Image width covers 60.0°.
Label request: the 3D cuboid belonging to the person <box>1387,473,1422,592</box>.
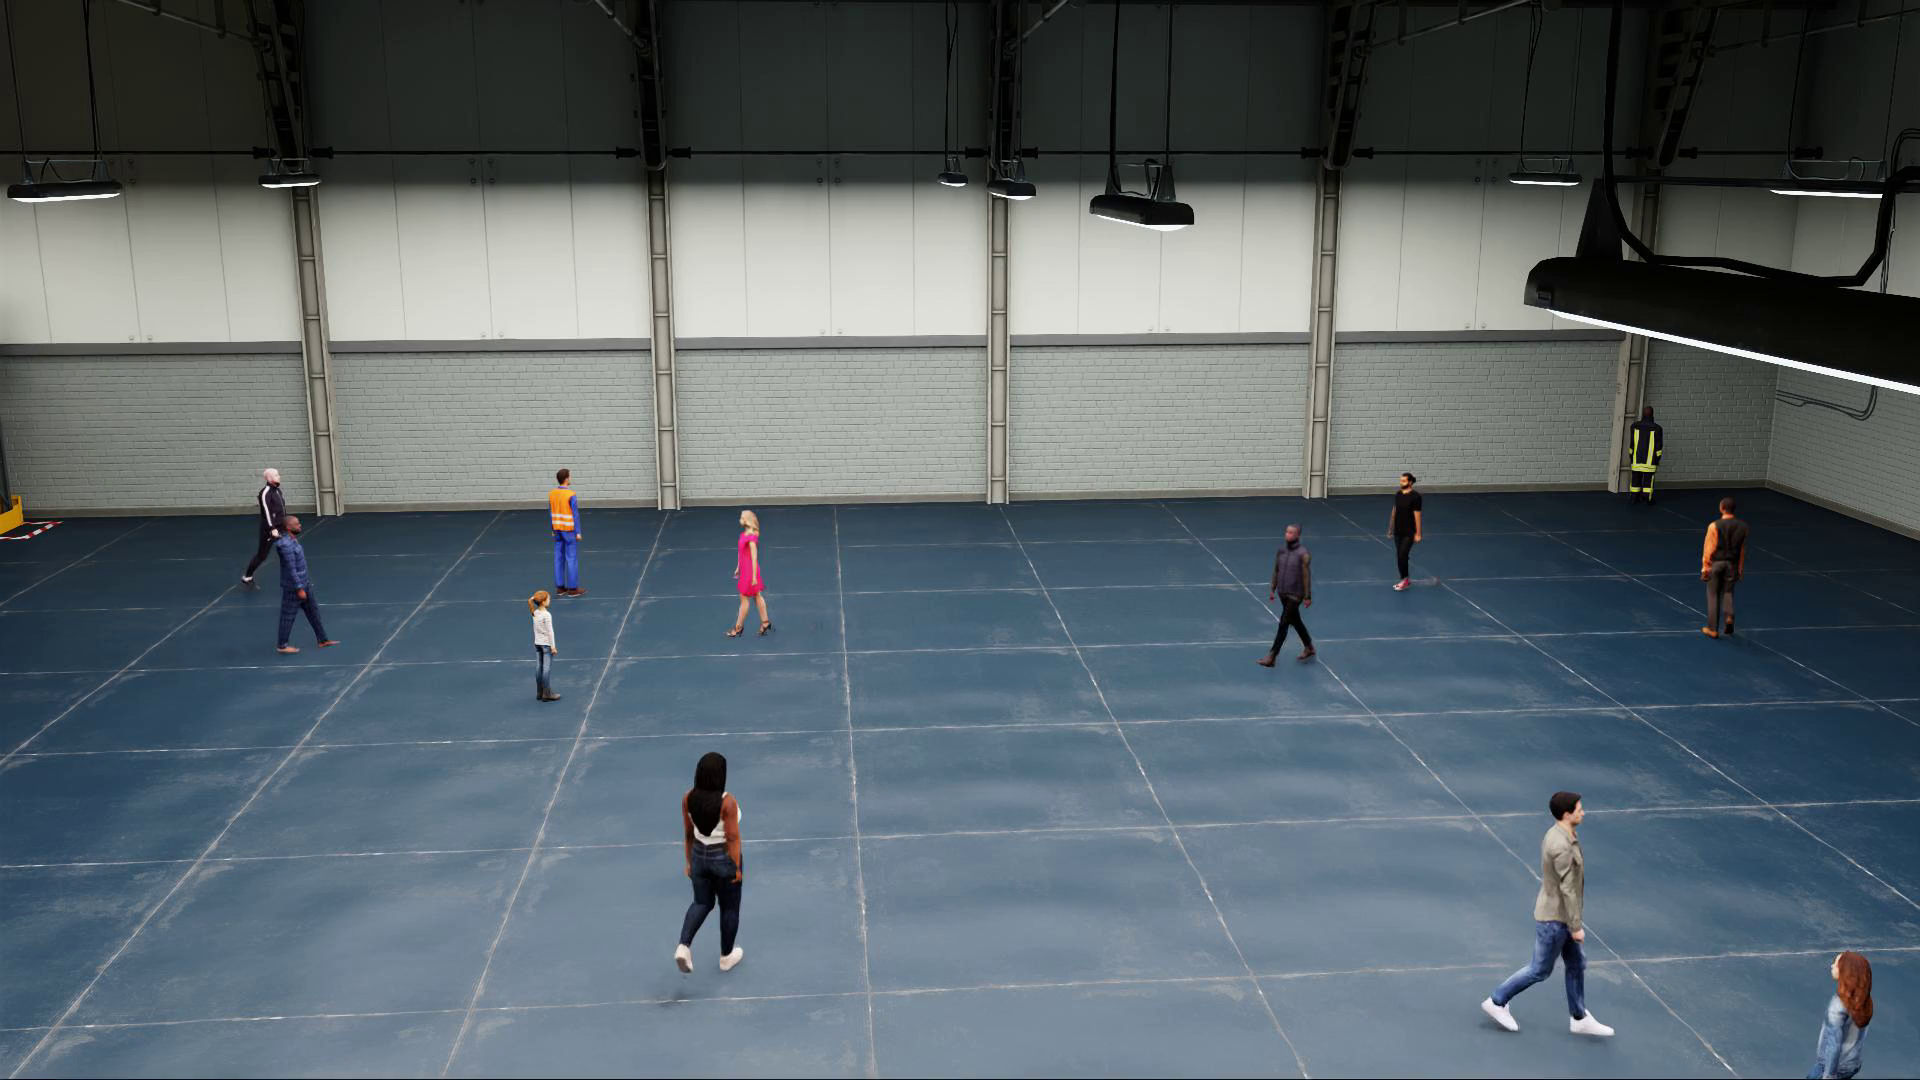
[{"bbox_3d":[6.603,-0.127,24.432,0.799,1.745,0.765,-8,15,-31],"label":"person"}]

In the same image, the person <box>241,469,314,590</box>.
[{"bbox_3d":[-10.131,-0.118,24.292,1.277,1.790,0.815,1,13,4],"label":"person"}]

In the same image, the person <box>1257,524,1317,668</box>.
[{"bbox_3d":[4.203,0.700,20.766,1.311,1.788,1.048,-7,15,-29],"label":"person"}]

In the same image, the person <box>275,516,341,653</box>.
[{"bbox_3d":[-8.602,0.586,21.245,1.028,1.795,0.762,-3,13,-11],"label":"person"}]

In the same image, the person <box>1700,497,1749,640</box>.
[{"bbox_3d":[10.066,0.396,21.837,0.798,1.897,0.814,0,13,2],"label":"person"}]

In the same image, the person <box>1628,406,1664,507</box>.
[{"bbox_3d":[12.550,-1.562,30.459,0.851,1.822,0.918,10,16,37],"label":"person"}]

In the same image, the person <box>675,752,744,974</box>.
[{"bbox_3d":[-1.935,2.535,12.825,1.001,1.796,0.976,6,14,25],"label":"person"}]

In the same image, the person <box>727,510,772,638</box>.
[{"bbox_3d":[-2.713,0.443,22.057,0.859,1.706,0.647,-3,13,-13],"label":"person"}]

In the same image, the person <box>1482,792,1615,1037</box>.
[{"bbox_3d":[4.213,2.699,11.983,1.255,1.857,1.046,6,14,24],"label":"person"}]

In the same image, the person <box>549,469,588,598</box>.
[{"bbox_3d":[-5.724,-0.120,24.141,0.752,1.863,0.850,7,15,29],"label":"person"}]

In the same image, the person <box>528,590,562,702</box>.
[{"bbox_3d":[-4.887,1.233,19.512,0.555,1.315,0.612,12,17,41],"label":"person"}]

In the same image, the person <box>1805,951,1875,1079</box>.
[{"bbox_3d":[5.534,3.280,10.337,0.642,1.467,0.735,-11,17,-39],"label":"person"}]
